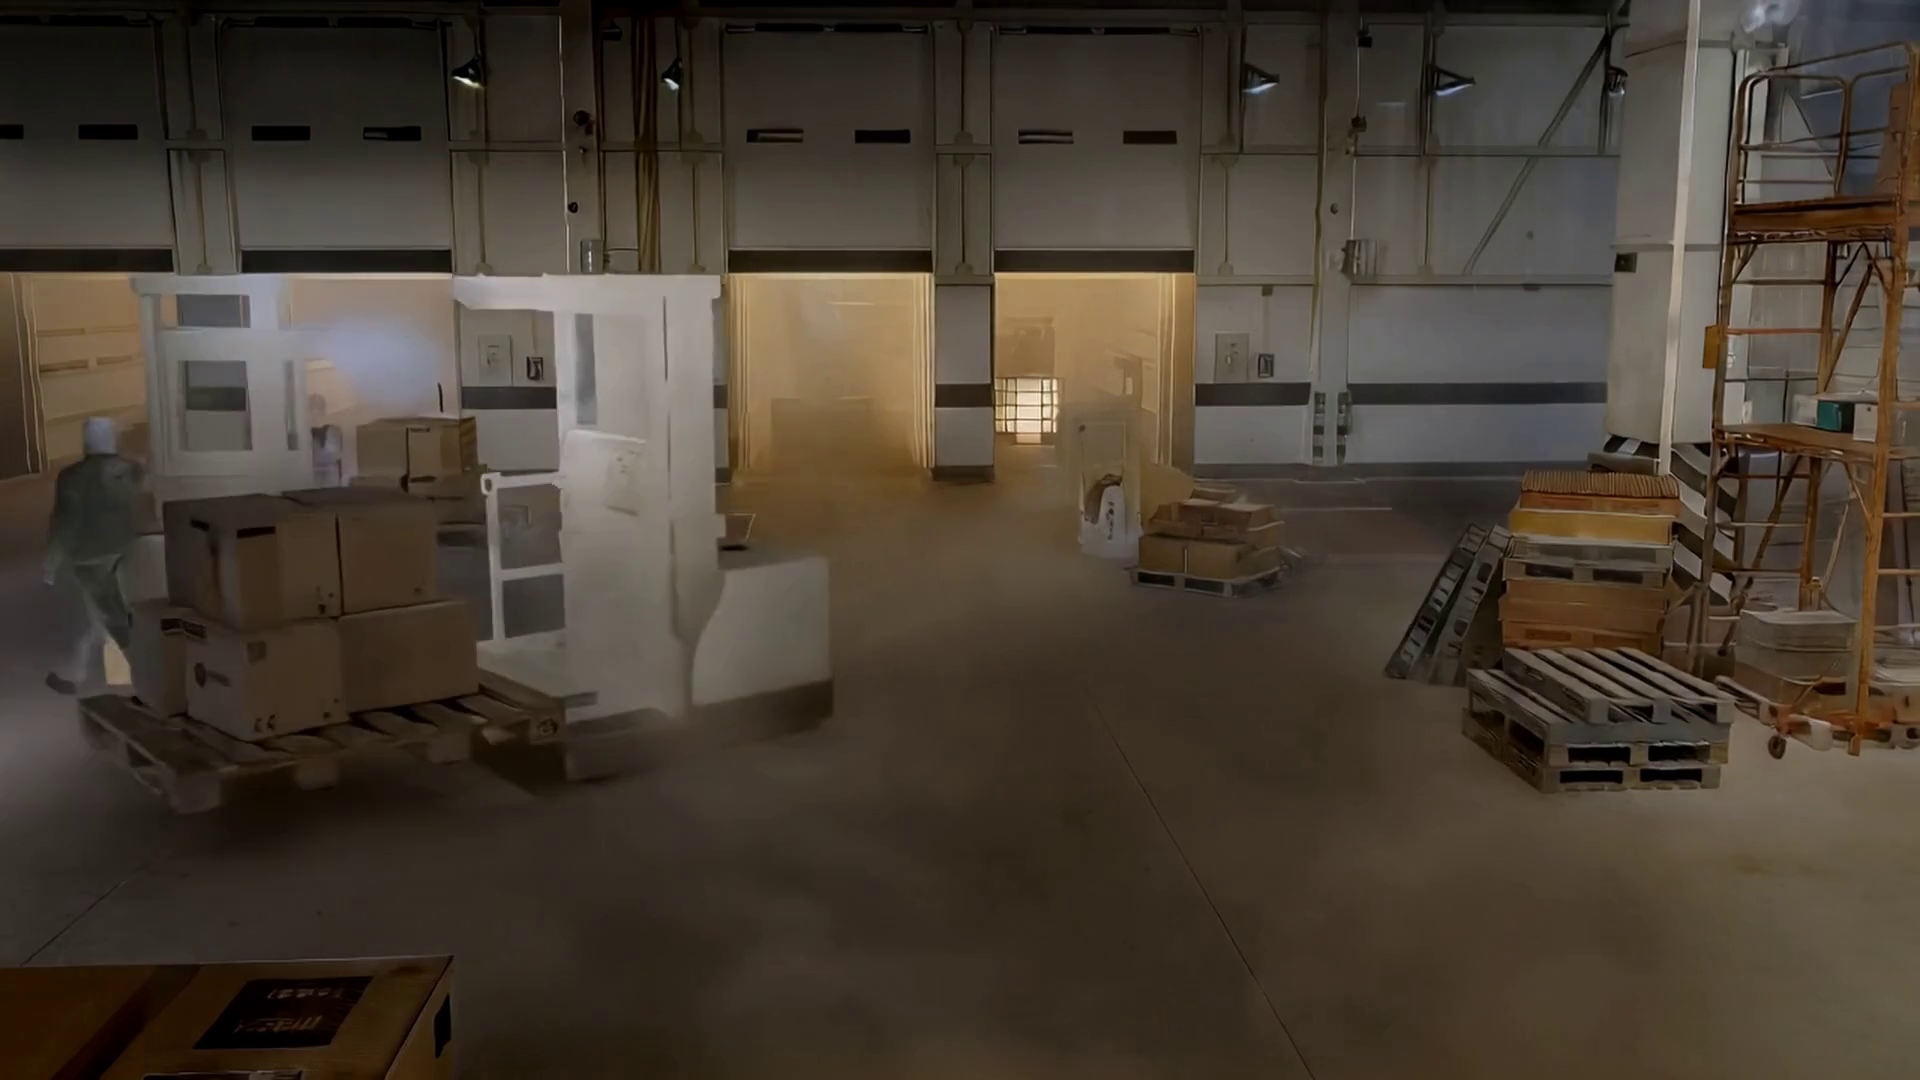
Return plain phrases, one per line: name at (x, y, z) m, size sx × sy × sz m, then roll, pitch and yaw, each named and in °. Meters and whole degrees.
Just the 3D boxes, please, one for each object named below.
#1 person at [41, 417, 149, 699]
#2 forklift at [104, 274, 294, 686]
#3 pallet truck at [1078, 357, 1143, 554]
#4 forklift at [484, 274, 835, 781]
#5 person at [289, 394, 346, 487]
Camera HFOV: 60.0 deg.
person at (-5.767, 0.127, 11.083) m, size 0.913 × 1.878 × 0.625 m, roll 1°, pitch 9°, yaw 7°
forklift at (-5.292, -0.499, 11.879) m, size 1.129 × 2.768 × 1.873 m, roll -1°, pitch 9°, yaw -4°
pallet truck at (2.088, -0.836, 16.757) m, size 1.885 × 1.965 × 0.823 m, roll 2°, pitch 9°, yaw 13°
forklift at (-1.788, -0.194, 9.965) m, size 1.873 × 2.768 × 1.129 m, roll -8°, pitch 12°, yaw -41°
person at (-6.093, -0.535, 15.808) m, size 0.533 × 1.697 × 0.319 m, roll -9°, pitch 13°, yaw -44°
